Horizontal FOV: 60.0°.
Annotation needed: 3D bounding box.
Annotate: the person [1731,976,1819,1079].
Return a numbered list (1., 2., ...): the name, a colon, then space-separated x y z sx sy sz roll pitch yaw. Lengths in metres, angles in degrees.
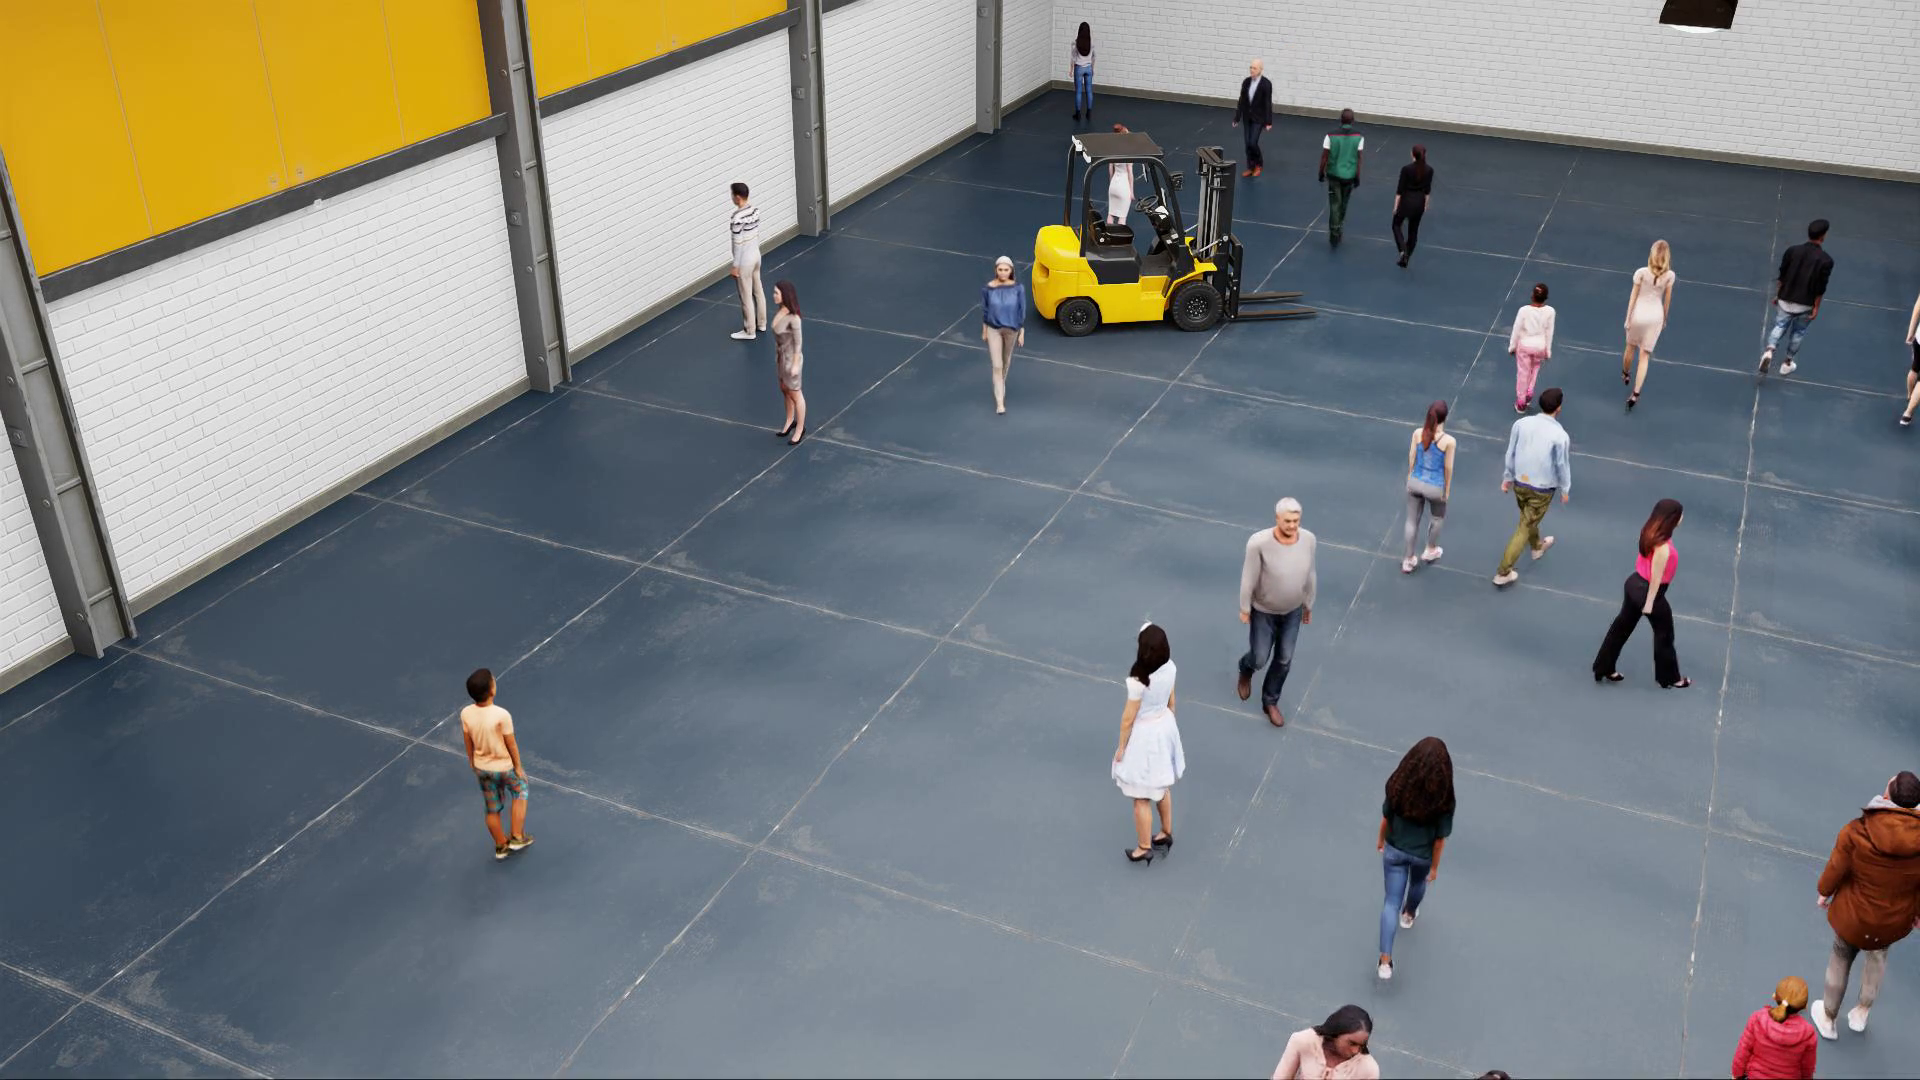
1. person: 4.251 2.900 8.767 0.628 1.287 0.899 20 34 32

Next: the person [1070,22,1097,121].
1. person: 2.117 -8.027 28.439 0.670 1.633 0.722 -9 30 -16

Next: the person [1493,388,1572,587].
1. person: 4.897 -0.415 14.345 1.262 1.766 1.048 -20 34 -32

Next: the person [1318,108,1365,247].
1. person: 5.143 -4.847 22.450 0.975 1.785 1.299 2 29 4

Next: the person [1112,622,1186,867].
1. person: 1.262 1.370 11.031 0.813 1.806 0.890 -20 35 -32

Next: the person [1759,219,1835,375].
1. person: 9.239 -2.650 18.411 0.868 1.796 1.035 25 37 38

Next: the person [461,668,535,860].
1. person: -3.118 1.539 11.088 0.609 1.455 0.624 4 29 6

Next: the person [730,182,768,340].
1. person: -2.496 -3.288 19.514 0.739 1.861 0.497 12 31 20

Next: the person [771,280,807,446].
1. person: -1.741 -1.823 16.947 0.691 1.746 0.669 -16 32 -26

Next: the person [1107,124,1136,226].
1. person: 2.105 -4.623 22.033 0.613 1.791 0.635 -22 36 -35

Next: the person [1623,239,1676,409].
1. person: 7.309 -2.259 17.719 0.732 1.773 1.174 7 29 13

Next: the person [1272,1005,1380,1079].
1. person: 1.824 2.903 8.366 0.806 1.666 1.245 21 35 33

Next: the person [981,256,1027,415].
1. person: 0.457 -2.231 17.797 0.988 1.647 1.231 -2 29 -3

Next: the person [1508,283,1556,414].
1. person: 6.078 -2.027 17.643 0.662 1.438 0.720 4 29 7

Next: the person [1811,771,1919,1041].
1. person: 5.257 2.172 9.544 0.763 1.823 0.725 7 29 13

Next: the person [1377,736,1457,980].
1. person: 2.736 1.961 10.190 0.609 1.574 1.082 11 31 19

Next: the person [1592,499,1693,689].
1. person: 5.255 0.437 12.923 0.891 1.631 0.985 0 29 1

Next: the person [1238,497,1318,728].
1. person: 2.371 0.474 12.582 0.950 1.894 1.015 -5 29 -9

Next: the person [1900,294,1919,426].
1. person: 10.100 -2.021 17.320 0.743 1.737 1.199 19 34 30

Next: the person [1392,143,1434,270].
1. person: 5.867 -4.286 21.564 0.739 1.650 0.772 -3 29 -5

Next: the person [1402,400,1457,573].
1. person: 4.062 -0.439 14.571 0.655 1.593 0.790 18 33 30

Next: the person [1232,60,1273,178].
1. person: 4.534 -6.434 25.361 0.776 1.784 0.797 -25 37 -38
